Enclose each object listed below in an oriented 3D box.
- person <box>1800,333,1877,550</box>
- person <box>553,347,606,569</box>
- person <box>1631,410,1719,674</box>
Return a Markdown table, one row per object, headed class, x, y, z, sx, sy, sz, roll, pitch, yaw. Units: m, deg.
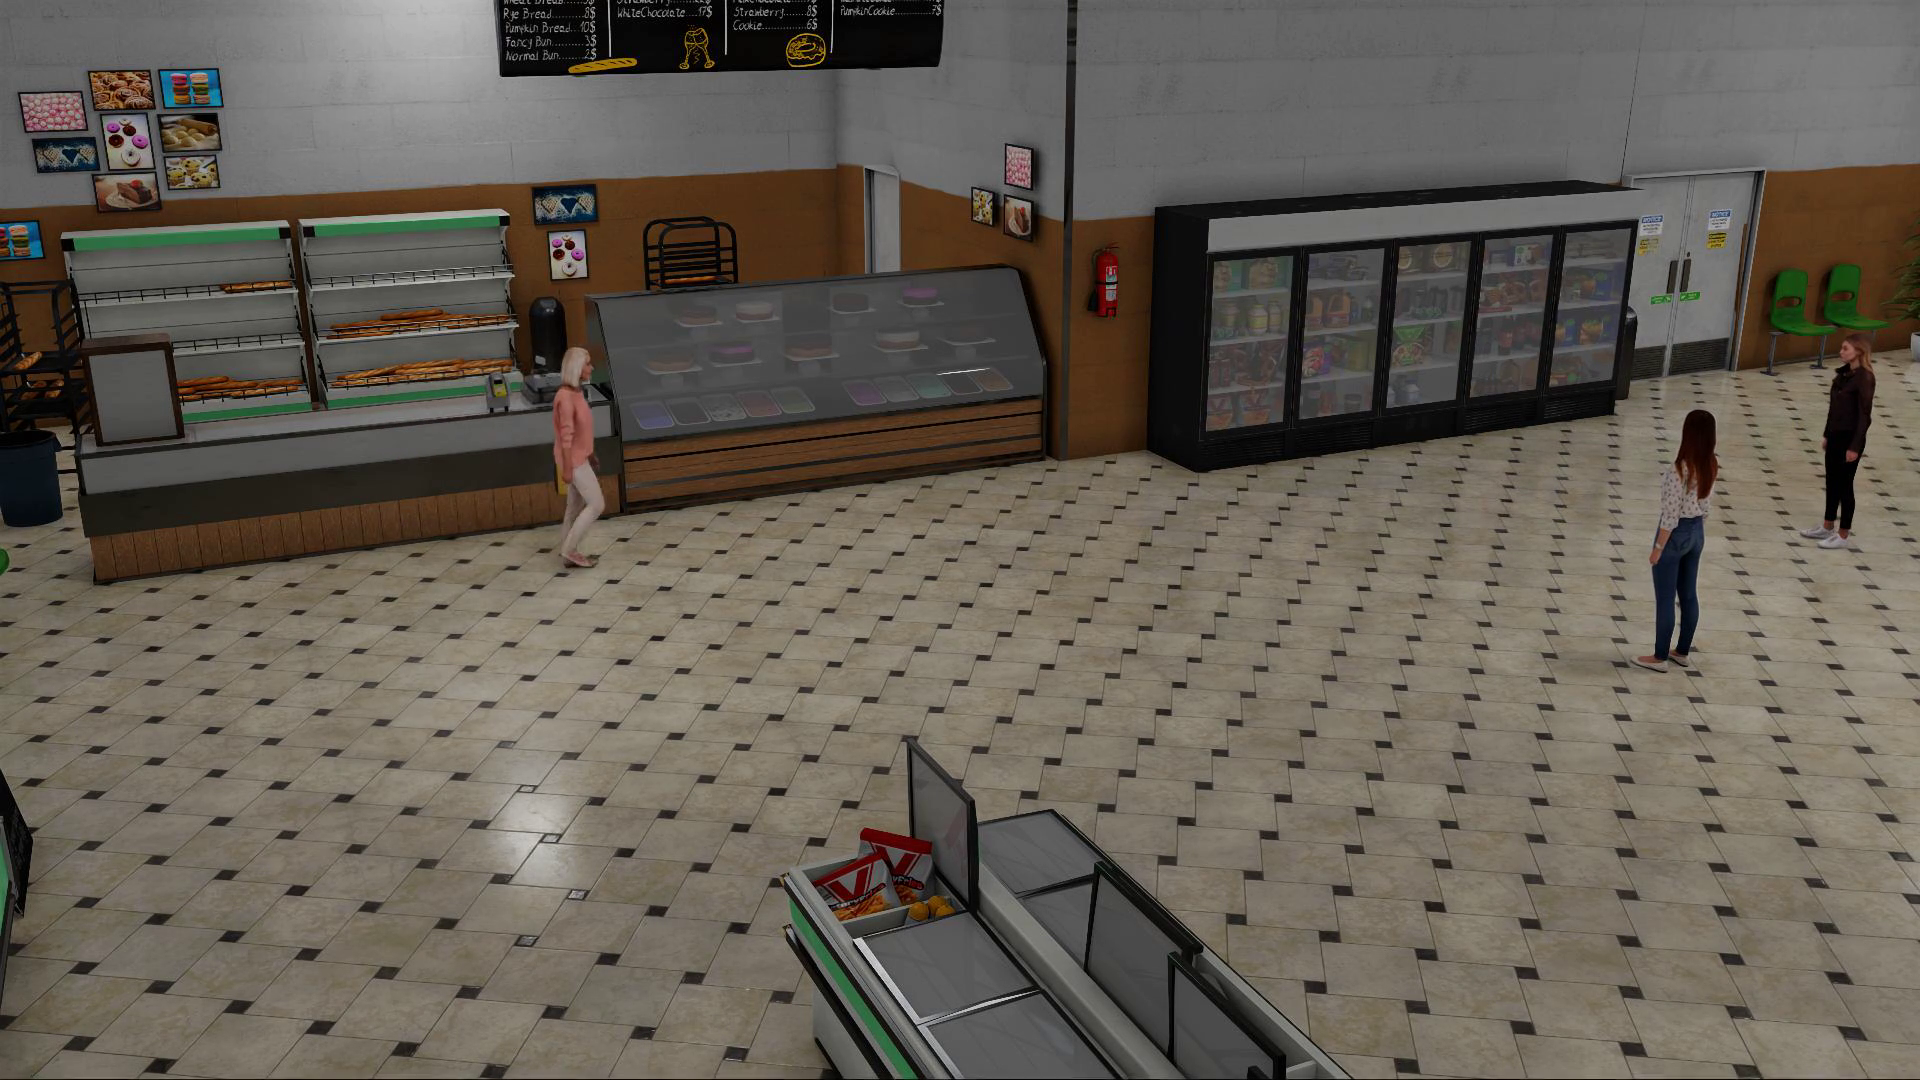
| class | x | y | z | sx | sy | sz | roll | pitch | yaw |
| --- | --- | --- | --- | --- | --- | --- | --- | --- | --- |
| person | 6.938 | -0.779 | 13.022 | 0.738 | 1.703 | 0.598 | 0 | 19 | 1 |
| person | -2.978 | -0.596 | 12.464 | 0.740 | 1.712 | 0.618 | -3 | 19 | -8 |
| person | 4.626 | 0.001 | 10.667 | 0.587 | 1.729 | 0.505 | -10 | 21 | -27 |
